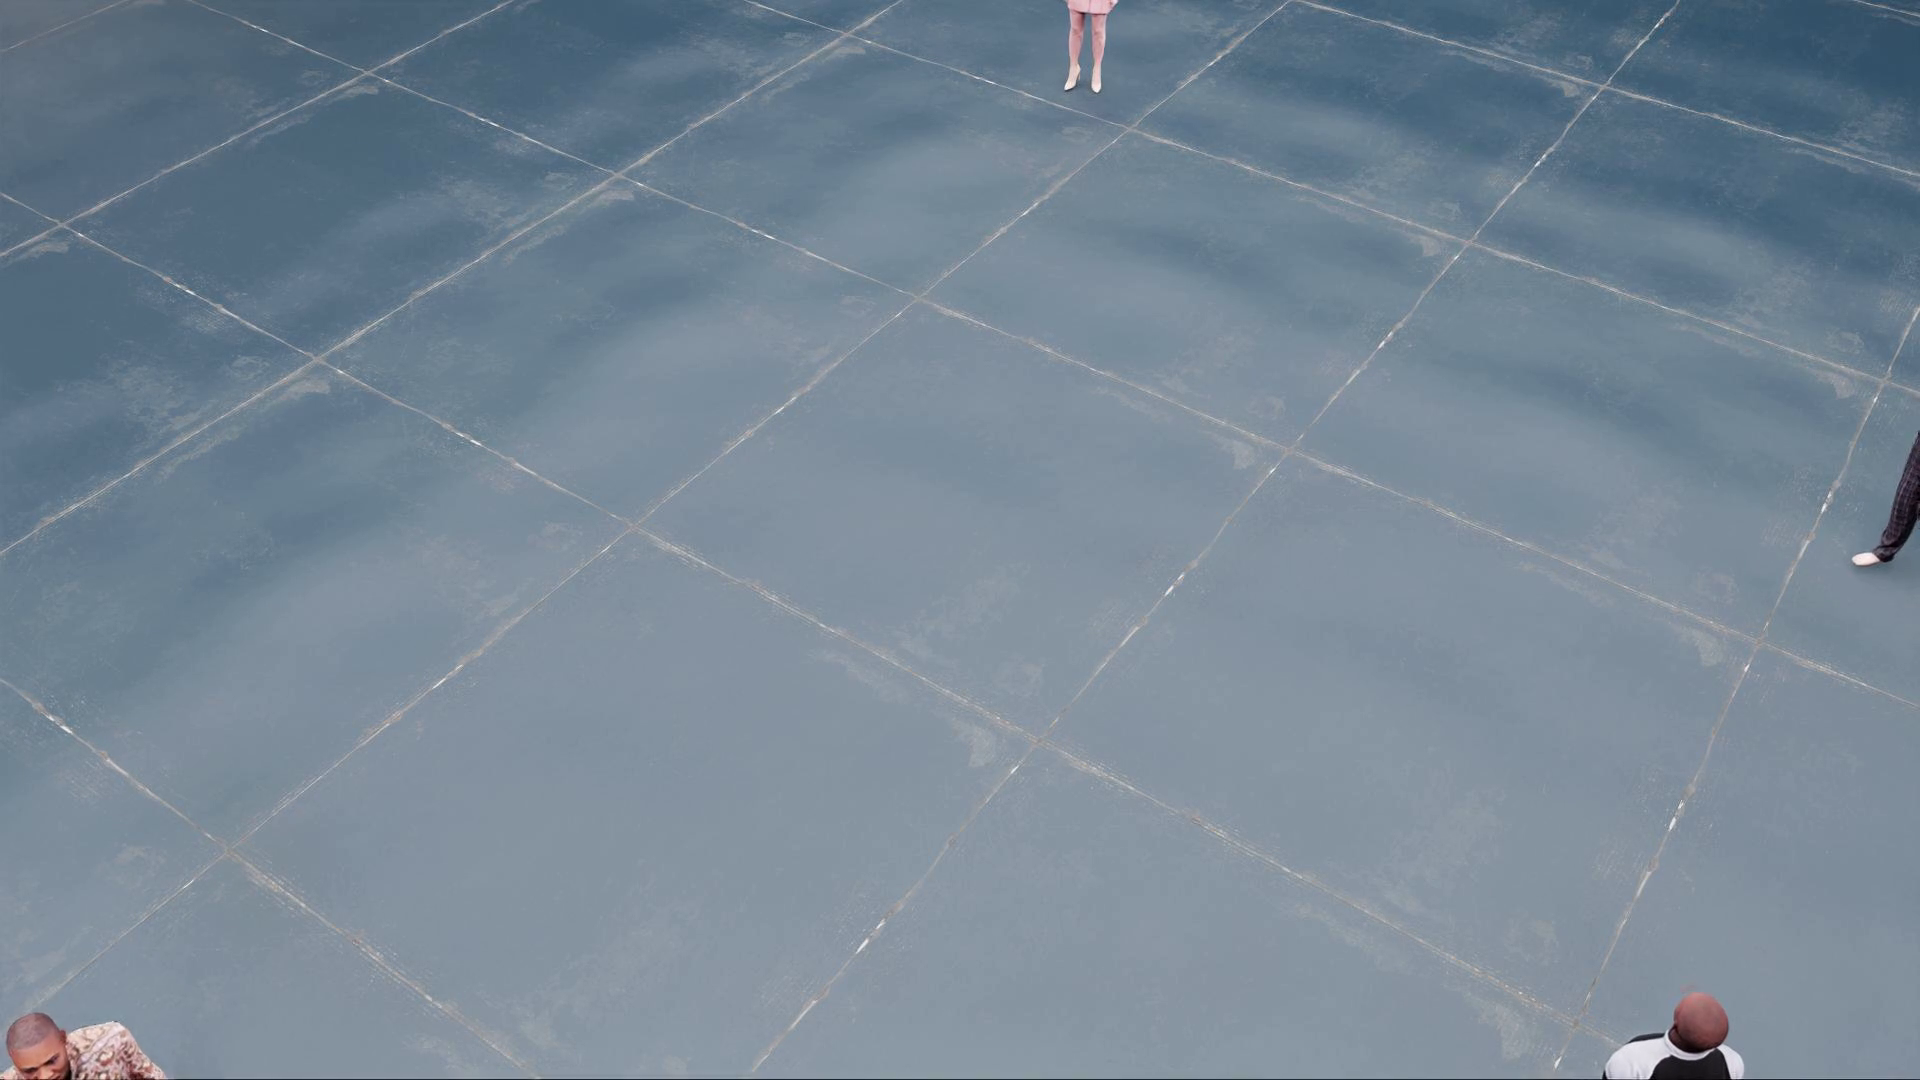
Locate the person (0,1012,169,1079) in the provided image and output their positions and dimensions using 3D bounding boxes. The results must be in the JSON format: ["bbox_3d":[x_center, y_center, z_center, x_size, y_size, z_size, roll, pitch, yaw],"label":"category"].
[{"bbox_3d":[-3.312,2.284,6.471,0.929,1.775,1.108,-24,48,-24],"label":"person"}]

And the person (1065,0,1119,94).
[{"bbox_3d":[1.099,-4.605,13.830,0.585,1.801,0.740,10,44,10],"label":"person"}]

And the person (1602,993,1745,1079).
[{"bbox_3d":[2.631,2.282,6.434,0.690,1.828,0.797,1,43,1],"label":"person"}]
